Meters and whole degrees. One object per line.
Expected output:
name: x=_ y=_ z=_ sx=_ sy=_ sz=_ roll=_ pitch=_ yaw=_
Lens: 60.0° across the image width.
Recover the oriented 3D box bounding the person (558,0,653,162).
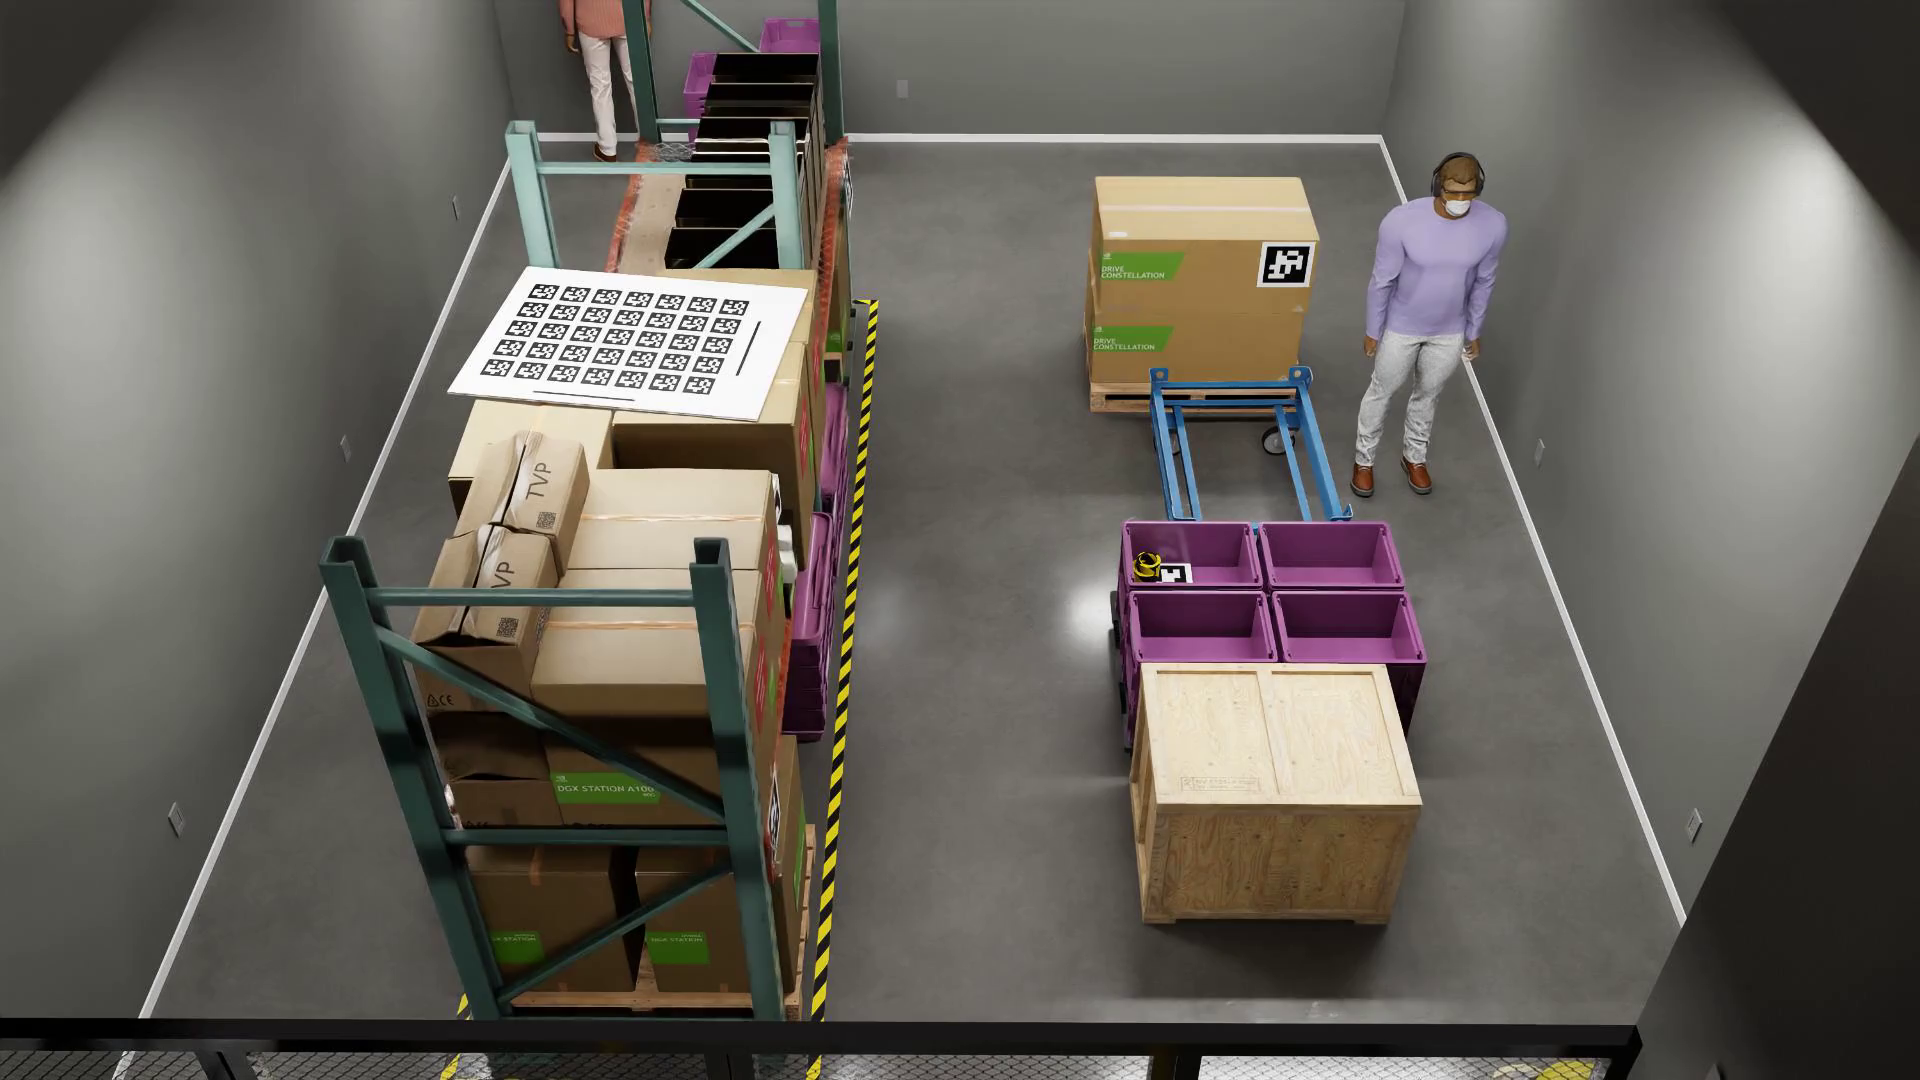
person: x=-2.330 y=-3.426 z=10.978 sx=0.617 sy=1.994 sz=0.381 roll=-16 pitch=44 yaw=-17

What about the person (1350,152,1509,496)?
person: x=2.326 y=-1.062 z=8.325 sx=0.629 sy=1.940 sz=0.373 roll=-1 pitch=41 yaw=-2

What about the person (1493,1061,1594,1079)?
person: x=1.606 y=2.065 z=4.837 sx=0.403 sy=1.834 sz=0.589 roll=5 pitch=42 yaw=6
